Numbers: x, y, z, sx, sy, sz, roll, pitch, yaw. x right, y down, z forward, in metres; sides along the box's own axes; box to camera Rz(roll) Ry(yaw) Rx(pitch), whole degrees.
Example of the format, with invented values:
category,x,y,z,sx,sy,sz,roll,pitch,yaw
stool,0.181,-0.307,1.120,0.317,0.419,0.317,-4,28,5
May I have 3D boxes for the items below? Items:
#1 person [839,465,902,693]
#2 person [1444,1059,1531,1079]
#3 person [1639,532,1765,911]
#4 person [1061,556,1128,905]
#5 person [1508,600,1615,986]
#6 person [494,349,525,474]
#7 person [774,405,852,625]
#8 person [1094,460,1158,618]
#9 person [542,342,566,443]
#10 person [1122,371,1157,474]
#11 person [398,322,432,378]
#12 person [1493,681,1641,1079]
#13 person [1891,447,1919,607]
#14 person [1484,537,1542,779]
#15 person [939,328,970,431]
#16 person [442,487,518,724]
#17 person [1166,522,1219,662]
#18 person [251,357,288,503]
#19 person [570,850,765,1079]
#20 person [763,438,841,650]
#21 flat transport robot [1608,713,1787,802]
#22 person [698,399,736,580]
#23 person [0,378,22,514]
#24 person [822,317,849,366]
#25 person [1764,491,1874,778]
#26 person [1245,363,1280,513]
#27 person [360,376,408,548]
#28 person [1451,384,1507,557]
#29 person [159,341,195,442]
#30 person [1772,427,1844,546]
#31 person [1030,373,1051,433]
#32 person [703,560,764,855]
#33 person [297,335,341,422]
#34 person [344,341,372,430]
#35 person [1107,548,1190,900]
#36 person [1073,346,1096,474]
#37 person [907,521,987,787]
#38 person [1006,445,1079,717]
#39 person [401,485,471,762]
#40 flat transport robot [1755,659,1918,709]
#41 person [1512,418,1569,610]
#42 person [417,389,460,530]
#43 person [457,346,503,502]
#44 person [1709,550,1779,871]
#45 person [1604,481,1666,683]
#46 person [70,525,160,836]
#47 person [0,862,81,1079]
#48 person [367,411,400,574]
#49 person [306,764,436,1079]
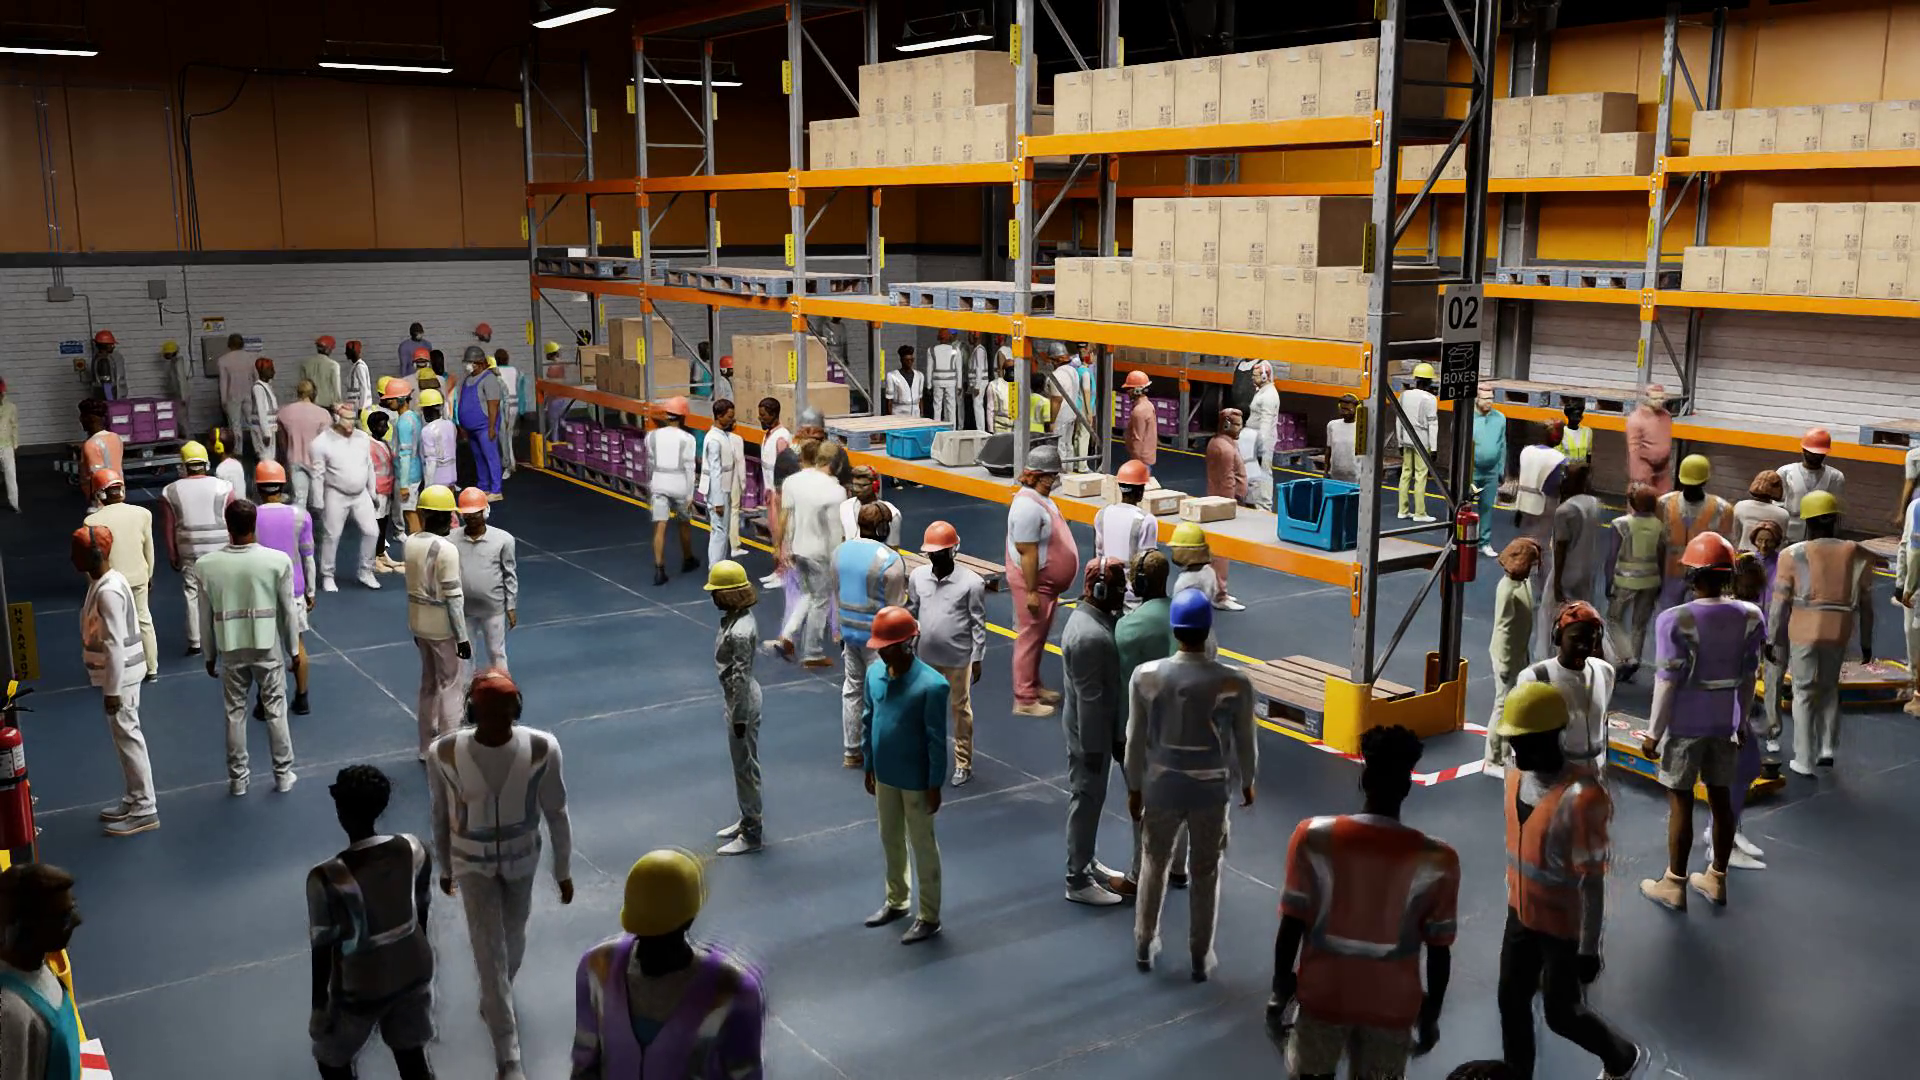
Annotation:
category,x,y,z,sx,sy,sz,roll,pitch,yaw
person,-0.671,0.321,12.759,0.562,1.835,0.404,9,14,39
person,1.230,2.054,3.725,0.388,1.896,0.652,-10,15,-42
person,3.939,0.967,8.893,0.605,2.045,0.386,-2,11,-10
person,0.756,1.021,9.010,0.402,1.899,0.636,2,11,12
person,2.910,1.211,8.055,0.585,1.882,0.337,-5,12,-24
person,-6.589,-1.860,24.025,0.620,1.798,0.957,-9,14,-38
person,-1.316,-0.224,14.997,0.699,2.000,0.574,1,11,3
person,1.247,0.369,12.264,0.547,1.929,0.389,10,15,42
person,-6.298,-2.216,25.947,0.484,1.747,0.553,1,11,3
person,1.995,-0.898,18.598,0.408,1.987,0.614,3,11,14
person,-9.041,-2.662,27.738,0.354,1.936,0.635,7,13,34
person,2.441,1.474,6.686,0.705,1.893,0.612,-4,12,-19
person,9.125,-0.263,15.703,0.512,1.842,0.330,0,11,-2
person,3.647,0.774,10.966,0.292,1.619,0.521,7,13,32
person,-0.122,-2.656,27.711,0.605,1.937,0.412,6,12,27
person,-3.517,0.476,12.147,0.563,1.753,0.327,-1,11,-5
person,1.518,0.741,10.875,0.386,1.732,0.494,7,13,33
person,-8.961,-1.416,21.503,0.343,1.882,0.584,-2,11,-12
person,-0.849,1.794,5.042,0.597,1.900,0.806,4,12,18
person,-1.333,0.040,14.286,0.840,1.809,0.379,-5,12,-23
flat transport robot,4.681,1.418,11.139,0.652,0.197,1.431,-6,13,-30
person,-2.387,-0.455,16.530,0.405,1.909,0.597,0,11,0
person,-12.100,-1.202,20.866,0.561,1.708,0.903,-11,15,-44
person,-2.446,-3.625,32.653,0.661,1.949,0.443,-10,15,-42
person,5.686,0.628,11.002,0.656,1.892,0.471,2,11,9
person,3.711,-1.225,20.488,0.399,1.901,0.644,1,11,7
person,-6.411,-0.882,18.682,0.380,1.918,0.585,9,14,38
person,5.626,-0.742,18.026,0.644,1.900,0.399,-3,11,-14
person,-12.316,-2.261,26.183,0.445,1.741,0.553,-8,14,-36
person,7.221,-0.012,14.217,0.549,1.925,0.389,4,12,19
person,0.966,-1.322,21.536,0.338,1.686,0.538,-10,15,-42
person,-1.315,0.966,9.698,0.321,1.737,0.483,-2,11,-10
person,-9.480,-2.043,24.540,0.678,1.950,0.762,0,11,2
person,-8.801,-1.980,24.385,0.337,1.882,0.584,-5,12,-24
person,1.052,0.997,9.044,0.629,1.931,0.377,-10,15,-43
person,1.766,-1.839,23.754,0.383,1.849,0.570,-2,11,-9
person,-0.113,0.735,10.828,0.573,1.749,0.342,5,12,26
person,0.617,0.282,12.409,0.535,2.000,0.687,2,11,12
person,-3.502,0.582,11.203,0.599,1.913,0.399,10,15,43
flat transport robot,6.820,1.096,12.784,1.431,0.197,0.652,-1,11,-5
person,5.558,-0.243,15.669,0.837,1.809,0.583,-4,12,-21
person,-5.419,-0.607,17.252,0.371,1.923,0.595,2,11,10
person,-6.261,-1.521,21.635,0.535,2.000,0.683,-11,15,-43
person,4.467,0.964,9.419,0.470,1.847,0.544,9,14,39
person,5.332,0.353,13.103,0.523,1.624,0.417,-1,11,-3
person,-5.098,0.831,10.034,0.350,1.878,0.571,-7,13,-30
person,-2.746,1.843,4.956,0.348,1.836,0.527,-4,12,-22
person,-6.040,-0.502,17.313,0.321,1.693,0.530,0,11,0
person,-2.242,1.665,6.276,0.630,1.660,0.591,7,13,31
